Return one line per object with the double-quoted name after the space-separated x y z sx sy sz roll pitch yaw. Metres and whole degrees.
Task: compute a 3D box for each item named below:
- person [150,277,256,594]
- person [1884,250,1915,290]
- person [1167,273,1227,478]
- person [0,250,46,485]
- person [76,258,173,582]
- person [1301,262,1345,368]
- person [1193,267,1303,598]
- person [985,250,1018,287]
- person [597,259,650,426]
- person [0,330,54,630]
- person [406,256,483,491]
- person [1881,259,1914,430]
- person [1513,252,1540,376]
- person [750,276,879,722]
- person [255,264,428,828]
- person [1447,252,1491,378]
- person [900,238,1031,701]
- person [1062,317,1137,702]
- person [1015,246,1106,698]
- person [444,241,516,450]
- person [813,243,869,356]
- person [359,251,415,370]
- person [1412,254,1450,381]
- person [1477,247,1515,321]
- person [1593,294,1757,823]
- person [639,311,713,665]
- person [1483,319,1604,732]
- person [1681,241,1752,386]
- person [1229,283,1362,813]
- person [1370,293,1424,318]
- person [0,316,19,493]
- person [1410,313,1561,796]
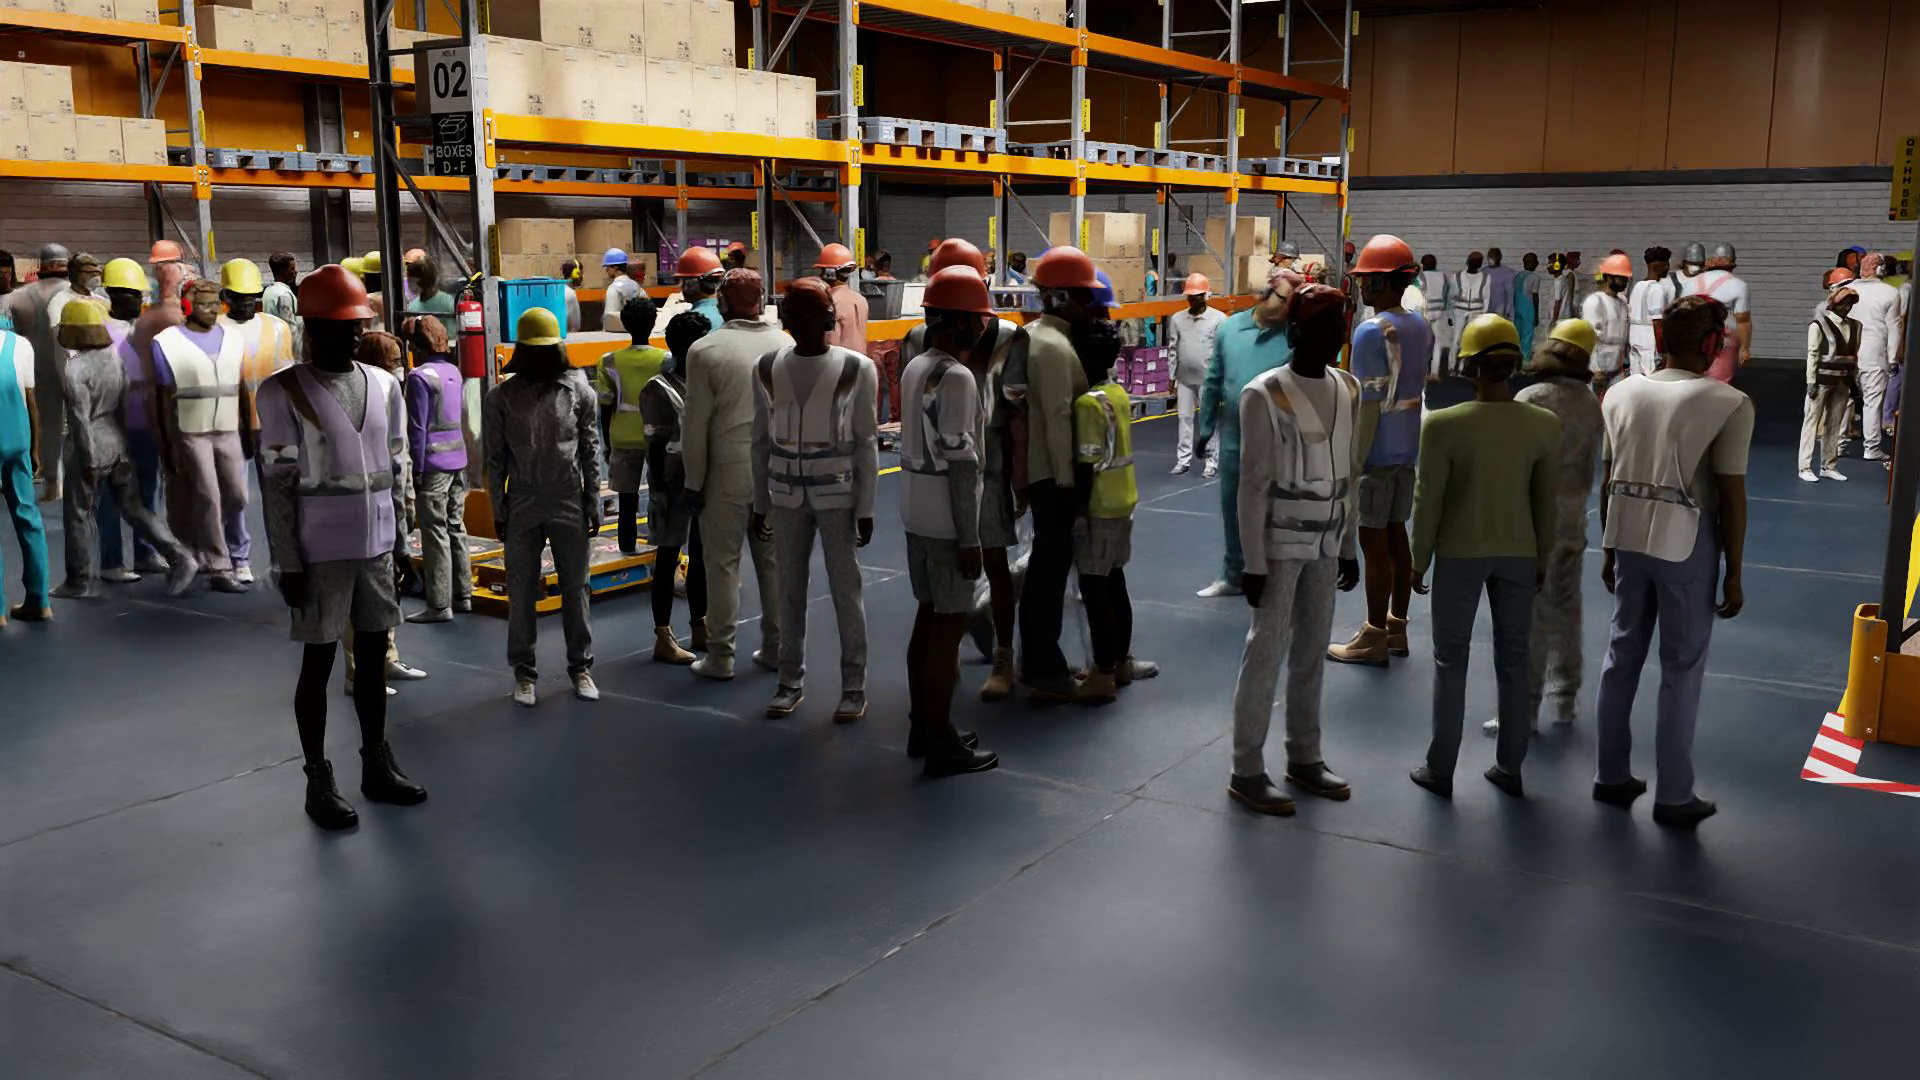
-4.390 -0.603 9.594 0.606 1.816 0.601 6 12 31 "person"
12.047 -2.763 21.355 0.496 1.902 0.587 -2 10 -13 "person"
2.023 -1.408 14.258 0.568 1.743 0.351 7 12 33 "person"
-7.861 -1.423 13.765 0.611 1.958 0.368 -2 10 -9 "person"
-4.941 -0.709 9.912 0.391 1.918 0.591 4 11 20 "person"
3.191 -1.554 14.842 0.574 1.831 0.407 -5 11 -26 "person"
1.634 -0.560 9.200 0.752 1.886 0.400 7 12 34 "person"
0.507 -2.750 21.241 0.589 1.912 0.397 7 13 35 "person"
-3.553 -2.046 17.571 0.590 1.819 0.644 8 13 39 "person"
-5.041 -0.445 8.668 0.349 1.839 0.504 6 12 28 "person"
-3.974 -1.139 12.368 0.640 1.892 1.003 6 12 31 "person"
10.068 -2.073 17.687 0.345 1.839 0.510 10 14 43 "person"
8.497 -3.388 24.986 0.338 1.838 0.504 -4 11 -23 "person"
-0.609 -0.163 7.001 0.574 1.875 0.353 3 11 17 "person"
-2.144 0.017 5.823 0.354 1.939 0.544 7 12 34 "person"
7.416 -3.264 24.245 0.582 1.843 0.835 2 11 13 "person"
0.013 -0.302 7.348 0.611 2.030 0.409 4 11 19 "person"
0.613 -0.135 7.358 0.320 1.690 0.535 4 11 20 "person"
0.445 -0.292 7.401 0.406 1.994 0.636 -1 10 -4 "person"
-4.268 -1.672 14.896 0.691 2.000 0.535 -5 11 -24 "person"
-0.868 -1.129 12.008 0.383 1.996 0.609 4 11 23 "person"
-4.687 -1.373 13.544 0.363 1.930 0.588 6 12 31 "person"
6.755 -3.242 24.234 0.644 1.806 0.877 -3 11 -15 "person"
8.203 -3.546 25.629 0.632 1.924 0.435 8 13 39 "person"
2.462 0.068 5.818 0.388 1.838 0.562 -6 12 -31 "person"
-1.313 -0.252 8.003 0.319 1.694 0.532 6 12 31 "person"
2.398 -0.062 6.932 0.660 1.698 0.358 -6 12 -29 "person"
7.493 -1.947 16.419 0.535 2.000 0.715 -6 12 -29 "person"
1.200 0.034 5.918 0.576 1.876 0.358 -7 13 -35 "person"
3.679 -1.452 14.154 0.533 1.868 0.310 8 13 39 "person"
-7.714 -1.206 13.159 0.354 1.738 0.573 5 11 26 "person"
1.899 0.062 6.067 0.525 1.760 0.341 -1 10 -3 "person"
